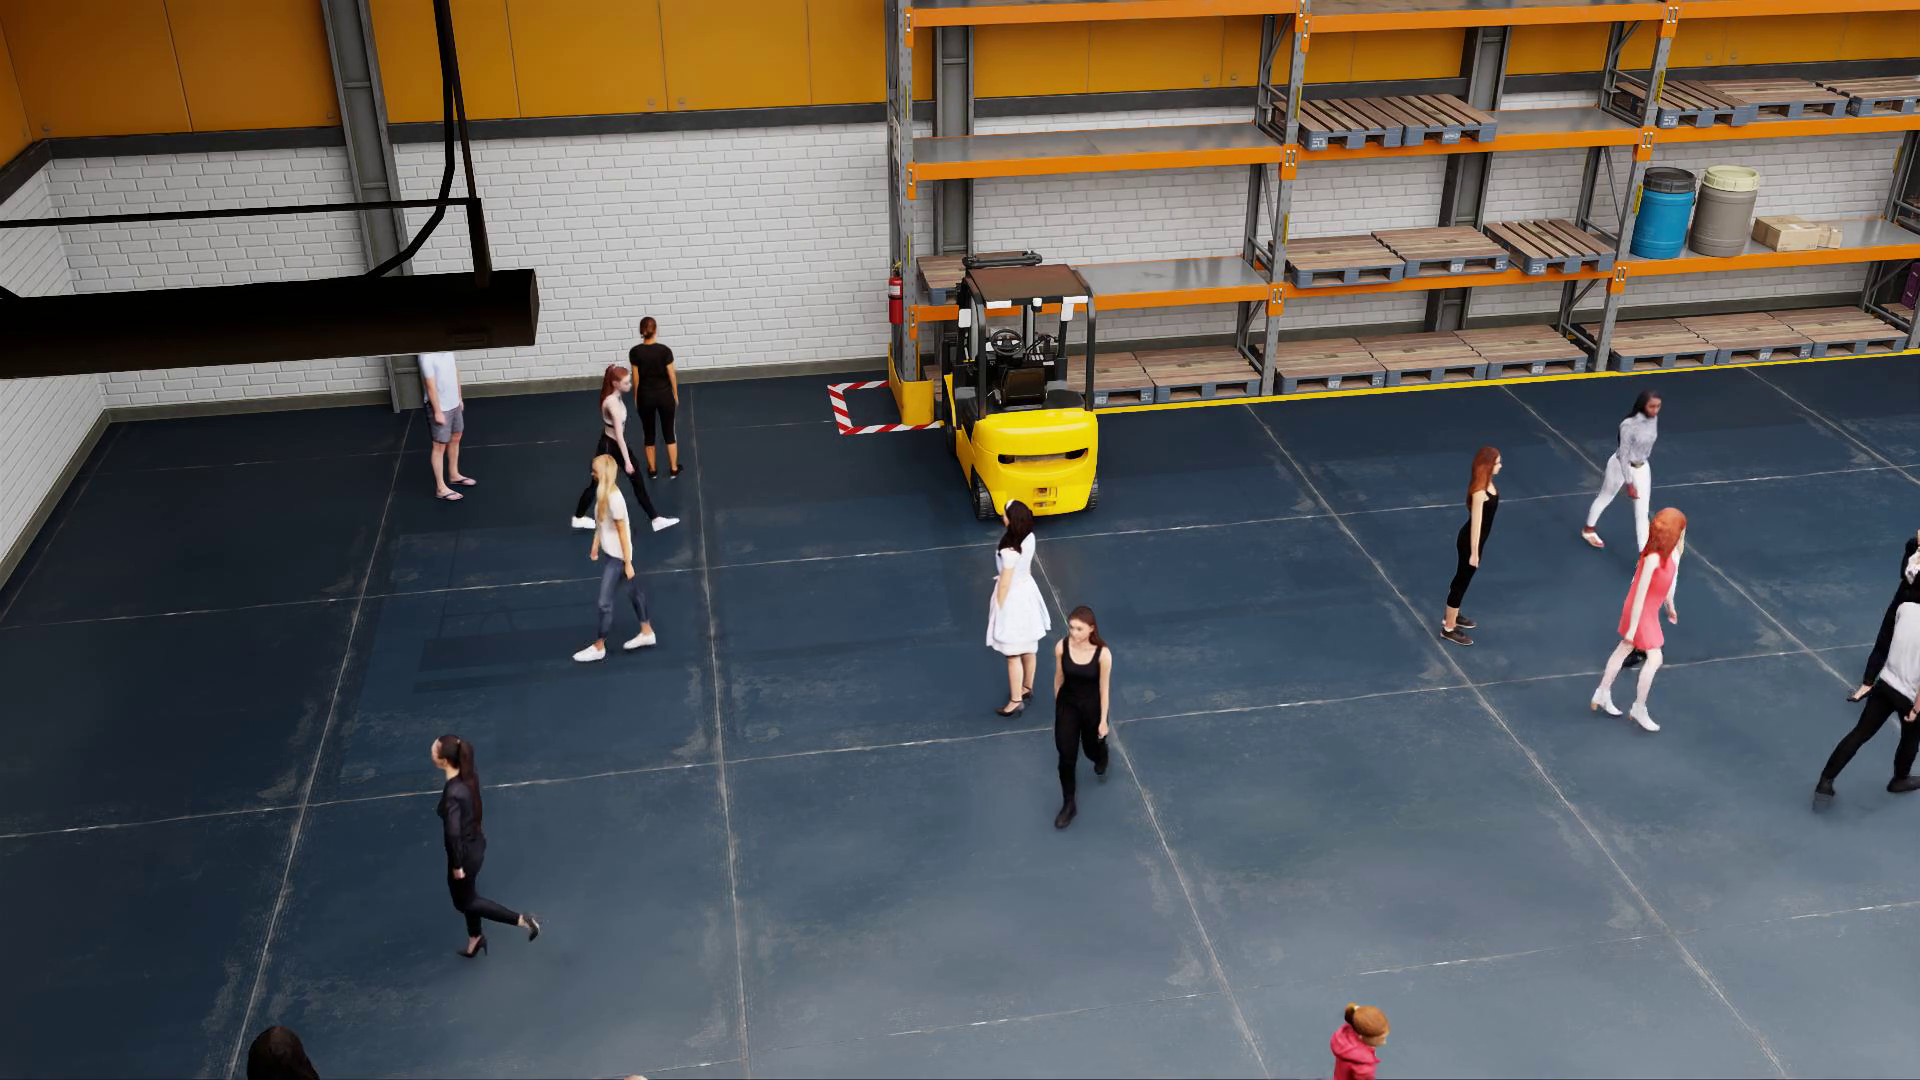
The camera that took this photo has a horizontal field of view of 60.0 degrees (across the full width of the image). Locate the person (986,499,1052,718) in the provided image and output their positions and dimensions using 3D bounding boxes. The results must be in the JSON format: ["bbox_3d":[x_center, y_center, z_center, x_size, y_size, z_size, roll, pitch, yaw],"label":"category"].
[{"bbox_3d":[0.433,0.525,12.684,0.910,1.810,0.858,14,32,24],"label":"person"}]

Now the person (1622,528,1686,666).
[{"bbox_3d":[5.696,0.409,13.461,0.649,1.269,0.523,-6,29,-11],"label":"person"}]

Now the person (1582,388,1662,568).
[{"bbox_3d":[5.913,-0.613,14.919,1.128,1.668,0.754,-9,30,-16],"label":"person"}]

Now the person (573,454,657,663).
[{"bbox_3d":[-2.676,0.117,13.453,0.990,1.790,0.758,-11,30,-19],"label":"person"}]

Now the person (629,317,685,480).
[{"bbox_3d":[-2.999,-1.403,16.366,0.464,1.669,0.660,-2,29,-3],"label":"person"}]

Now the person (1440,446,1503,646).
[{"bbox_3d":[4.220,0.013,13.711,0.673,1.725,0.658,11,30,19],"label":"person"}]

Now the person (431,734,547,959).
[{"bbox_3d":[-2.966,1.929,10.229,0.859,1.696,0.657,-1,29,-2],"label":"person"}]

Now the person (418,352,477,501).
[{"bbox_3d":[-4.984,-1.296,16.003,0.699,1.829,0.713,7,29,13],"label":"person"}]

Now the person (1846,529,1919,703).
[{"bbox_3d":[7.463,0.543,12.864,1.160,1.607,0.797,-13,31,-22],"label":"person"}]

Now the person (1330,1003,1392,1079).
[{"bbox_3d":[1.985,2.953,8.767,0.871,1.298,0.646,1,29,2],"label":"person"}]

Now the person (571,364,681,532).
[{"bbox_3d":[-3.270,-0.782,15.223,1.284,1.673,0.733,-2,29,-4],"label":"person"}]

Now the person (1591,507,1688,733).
[{"bbox_3d":[5.076,0.557,12.631,0.892,1.804,0.816,14,31,23],"label":"person"}]

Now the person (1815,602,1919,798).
[{"bbox_3d":[6.508,1.083,11.638,1.235,1.832,0.815,-10,30,-18],"label":"person"}]

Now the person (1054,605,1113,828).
[{"bbox_3d":[0.891,1.173,11.641,1.029,1.671,0.987,12,31,21],"label":"person"}]
